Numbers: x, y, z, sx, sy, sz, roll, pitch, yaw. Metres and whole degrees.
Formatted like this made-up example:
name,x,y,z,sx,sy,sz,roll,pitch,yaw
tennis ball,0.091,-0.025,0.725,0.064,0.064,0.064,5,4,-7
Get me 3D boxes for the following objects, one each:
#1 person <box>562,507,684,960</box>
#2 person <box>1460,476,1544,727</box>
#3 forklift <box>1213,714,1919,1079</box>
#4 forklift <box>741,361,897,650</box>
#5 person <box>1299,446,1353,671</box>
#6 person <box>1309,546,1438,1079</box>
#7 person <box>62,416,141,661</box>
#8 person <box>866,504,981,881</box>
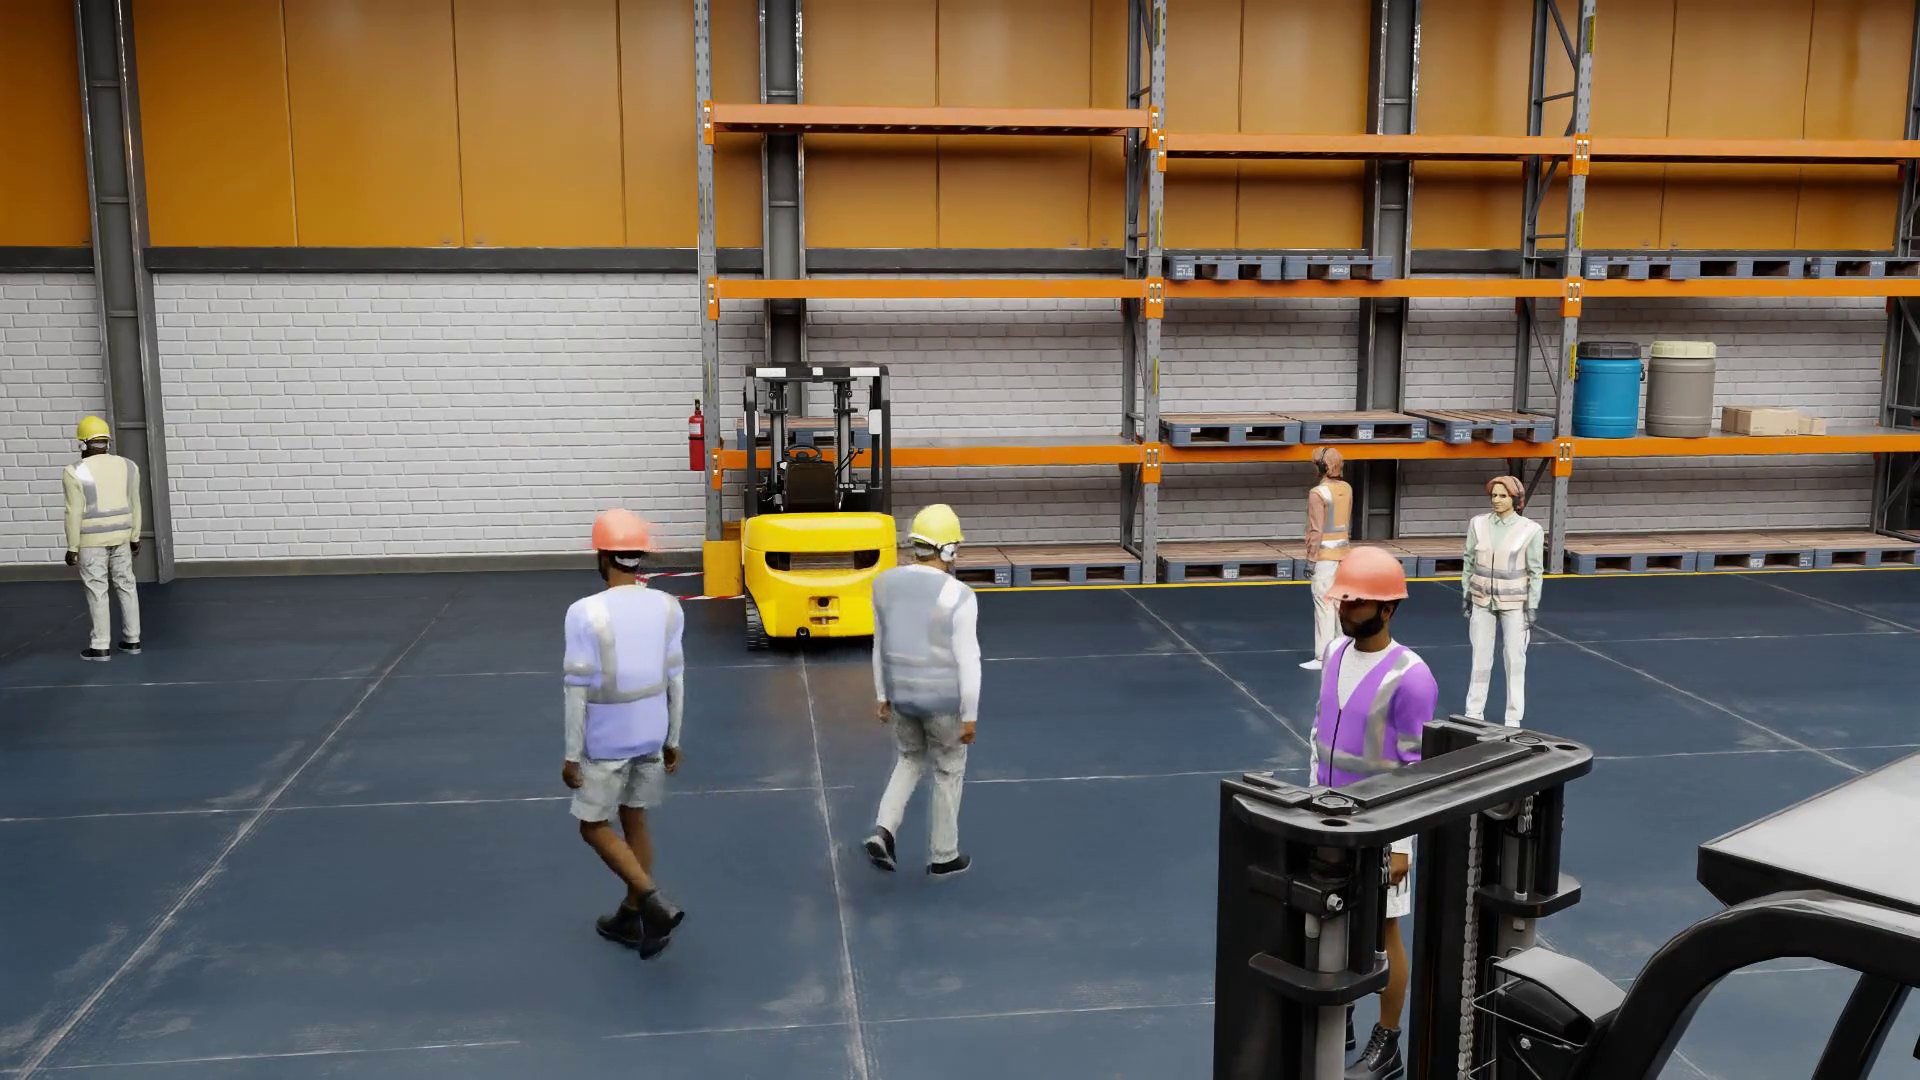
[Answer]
name,x,y,z,sx,sy,sz,roll,pitch,yaw
person,-1.368,0.826,6.953,0.612,1.918,0.557,9,13,44
person,3.383,0.407,10.423,0.512,1.642,0.312,8,12,42
forklift,1.441,1.425,2.350,1.214,2.155,2.313,-7,12,-39
forklift,-1.154,-0.340,13.365,1.214,2.155,2.313,-1,9,-7
person,2.675,0.137,12.114,0.312,1.639,0.520,8,12,42
person,1.423,0.978,5.925,0.349,1.942,0.545,-5,10,-28
person,-6.427,-0.014,12.453,0.404,1.830,0.603,5,10,29
person,-0.172,0.737,7.814,0.609,1.816,0.507,6,11,33
